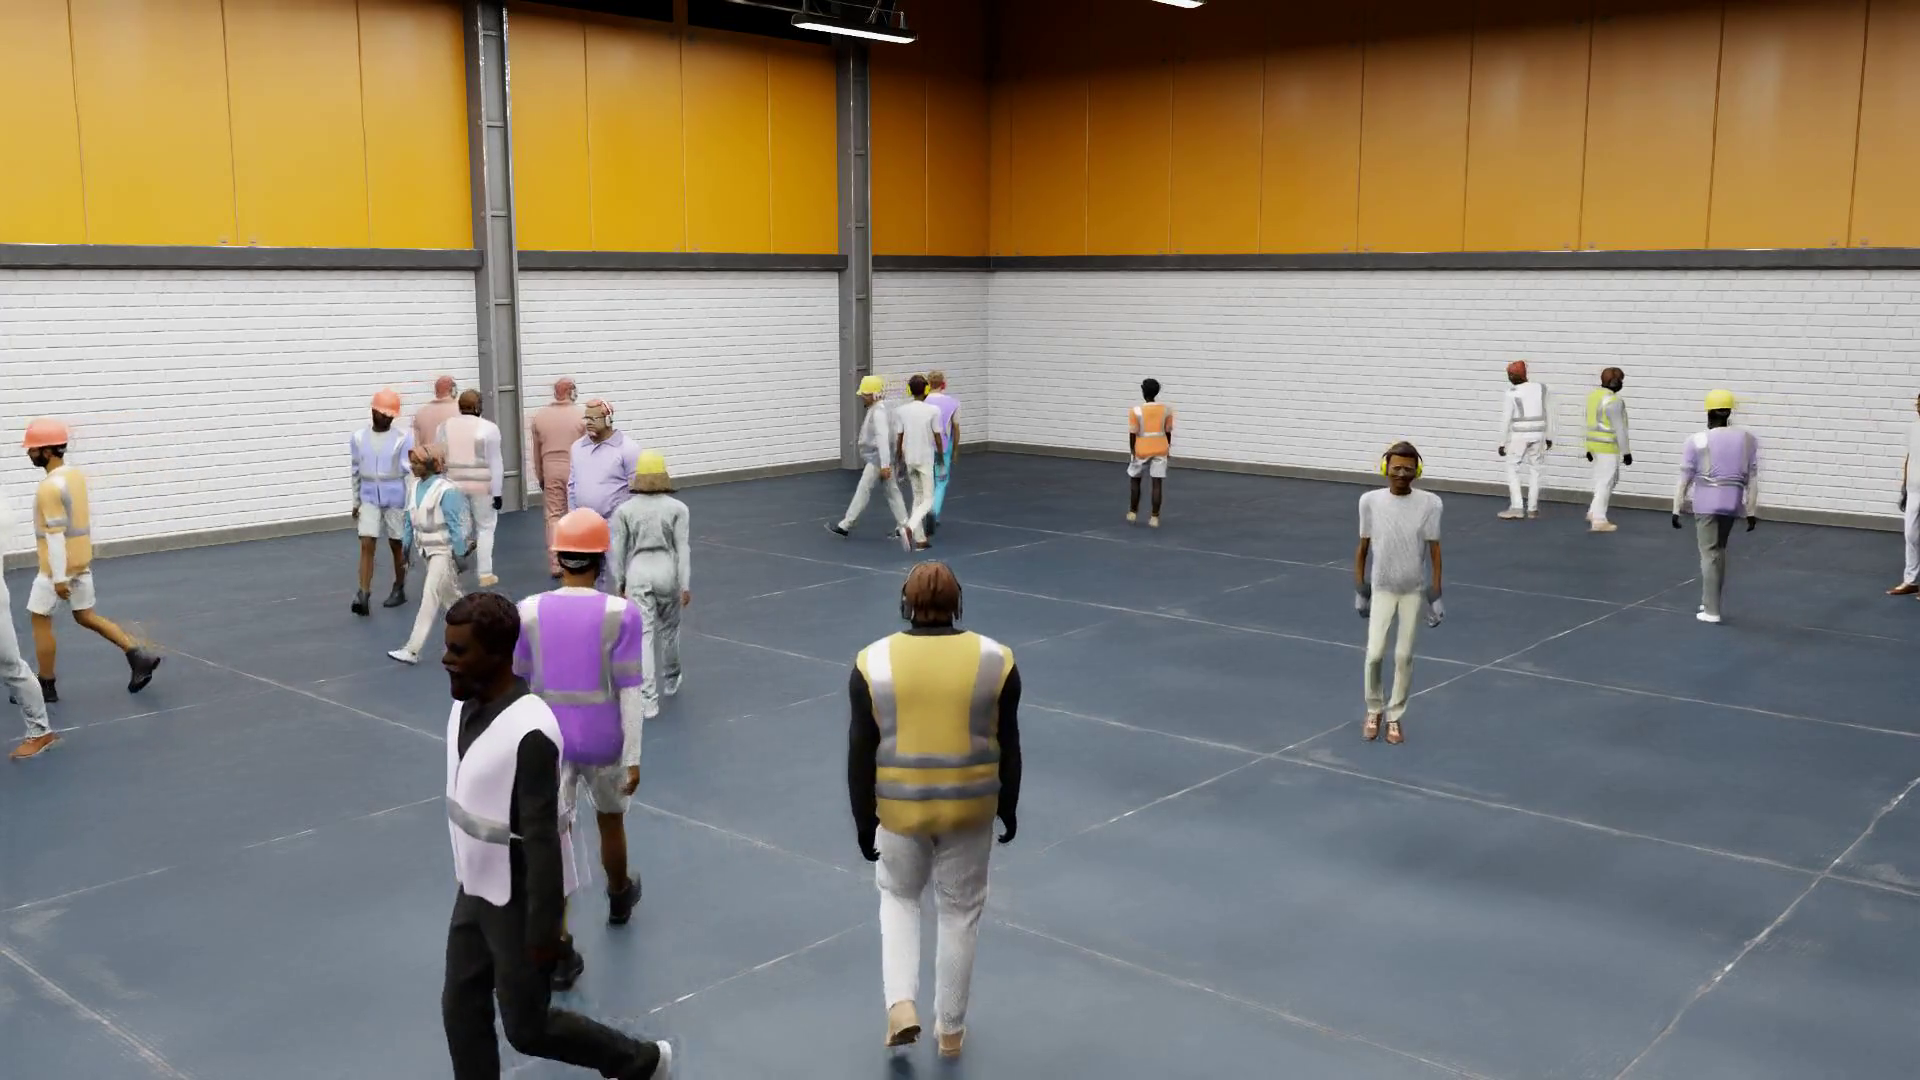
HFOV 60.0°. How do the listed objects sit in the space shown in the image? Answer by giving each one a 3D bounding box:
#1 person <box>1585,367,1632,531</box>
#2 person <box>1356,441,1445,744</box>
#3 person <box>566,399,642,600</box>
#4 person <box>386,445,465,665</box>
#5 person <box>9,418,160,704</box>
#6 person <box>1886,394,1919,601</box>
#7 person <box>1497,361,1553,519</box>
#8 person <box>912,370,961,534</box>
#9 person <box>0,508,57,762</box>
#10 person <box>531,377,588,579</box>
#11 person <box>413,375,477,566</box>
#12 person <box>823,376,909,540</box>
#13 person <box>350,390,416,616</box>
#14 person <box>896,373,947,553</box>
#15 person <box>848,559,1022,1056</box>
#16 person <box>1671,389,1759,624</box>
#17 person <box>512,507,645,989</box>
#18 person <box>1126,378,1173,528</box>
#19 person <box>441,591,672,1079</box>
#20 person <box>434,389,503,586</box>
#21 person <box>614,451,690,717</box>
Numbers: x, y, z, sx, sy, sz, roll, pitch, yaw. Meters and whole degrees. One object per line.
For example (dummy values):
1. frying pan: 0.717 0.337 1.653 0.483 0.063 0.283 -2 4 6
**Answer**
1. person: 7.170 -0.999 18.390 0.469 1.828 0.630 0 9 0
2. person: 2.651 0.324 10.021 0.518 1.850 0.432 2 9 13
3. person: -2.713 -0.119 12.625 0.655 1.906 0.407 4 10 22
4. person: -3.902 0.108 12.178 0.539 1.592 0.868 8 12 40
5. person: -5.855 0.139 10.996 0.862 1.912 0.546 -1 9 -3
6. person: 8.445 -0.401 14.559 0.320 1.860 0.511 -3 10 -19
7. person: 6.574 -1.151 19.298 0.677 1.854 0.374 -1 9 -9
8. person: -0.290 -0.976 18.365 0.551 1.800 0.870 3 9 15
9. person: -5.625 0.411 9.395 0.648 1.886 1.049 2 9 15
10. person: -3.687 -0.611 15.808 0.678 1.864 0.942 1 9 8
11. person: -4.968 -0.677 16.291 0.653 1.854 0.979 3 10 19
12. person: -0.963 -0.865 17.722 0.963 1.765 0.622 0 9 -1
13. person: -4.855 -0.305 13.895 0.590 1.873 0.966 0 9 -2
14. person: -0.436 -0.770 16.912 0.529 1.847 0.717 5 10 29
15. person: -0.084 0.977 6.002 0.625 1.824 0.431 0 9 0
16. person: 6.159 -0.287 13.664 0.621 1.903 0.682 0 9 -2
17. person: -1.559 0.803 6.881 0.566 1.882 0.985 0 9 0
18. person: 2.129 -0.991 18.834 0.543 1.678 0.665 -1 9 -7
19. person: -1.331 1.078 5.161 0.778 1.895 0.591 -7 11 -36
20. person: -4.440 -0.445 14.961 0.637 1.826 0.675 2 9 11
21. person: -2.004 0.260 10.889 0.502 1.684 0.915 0 9 -3
